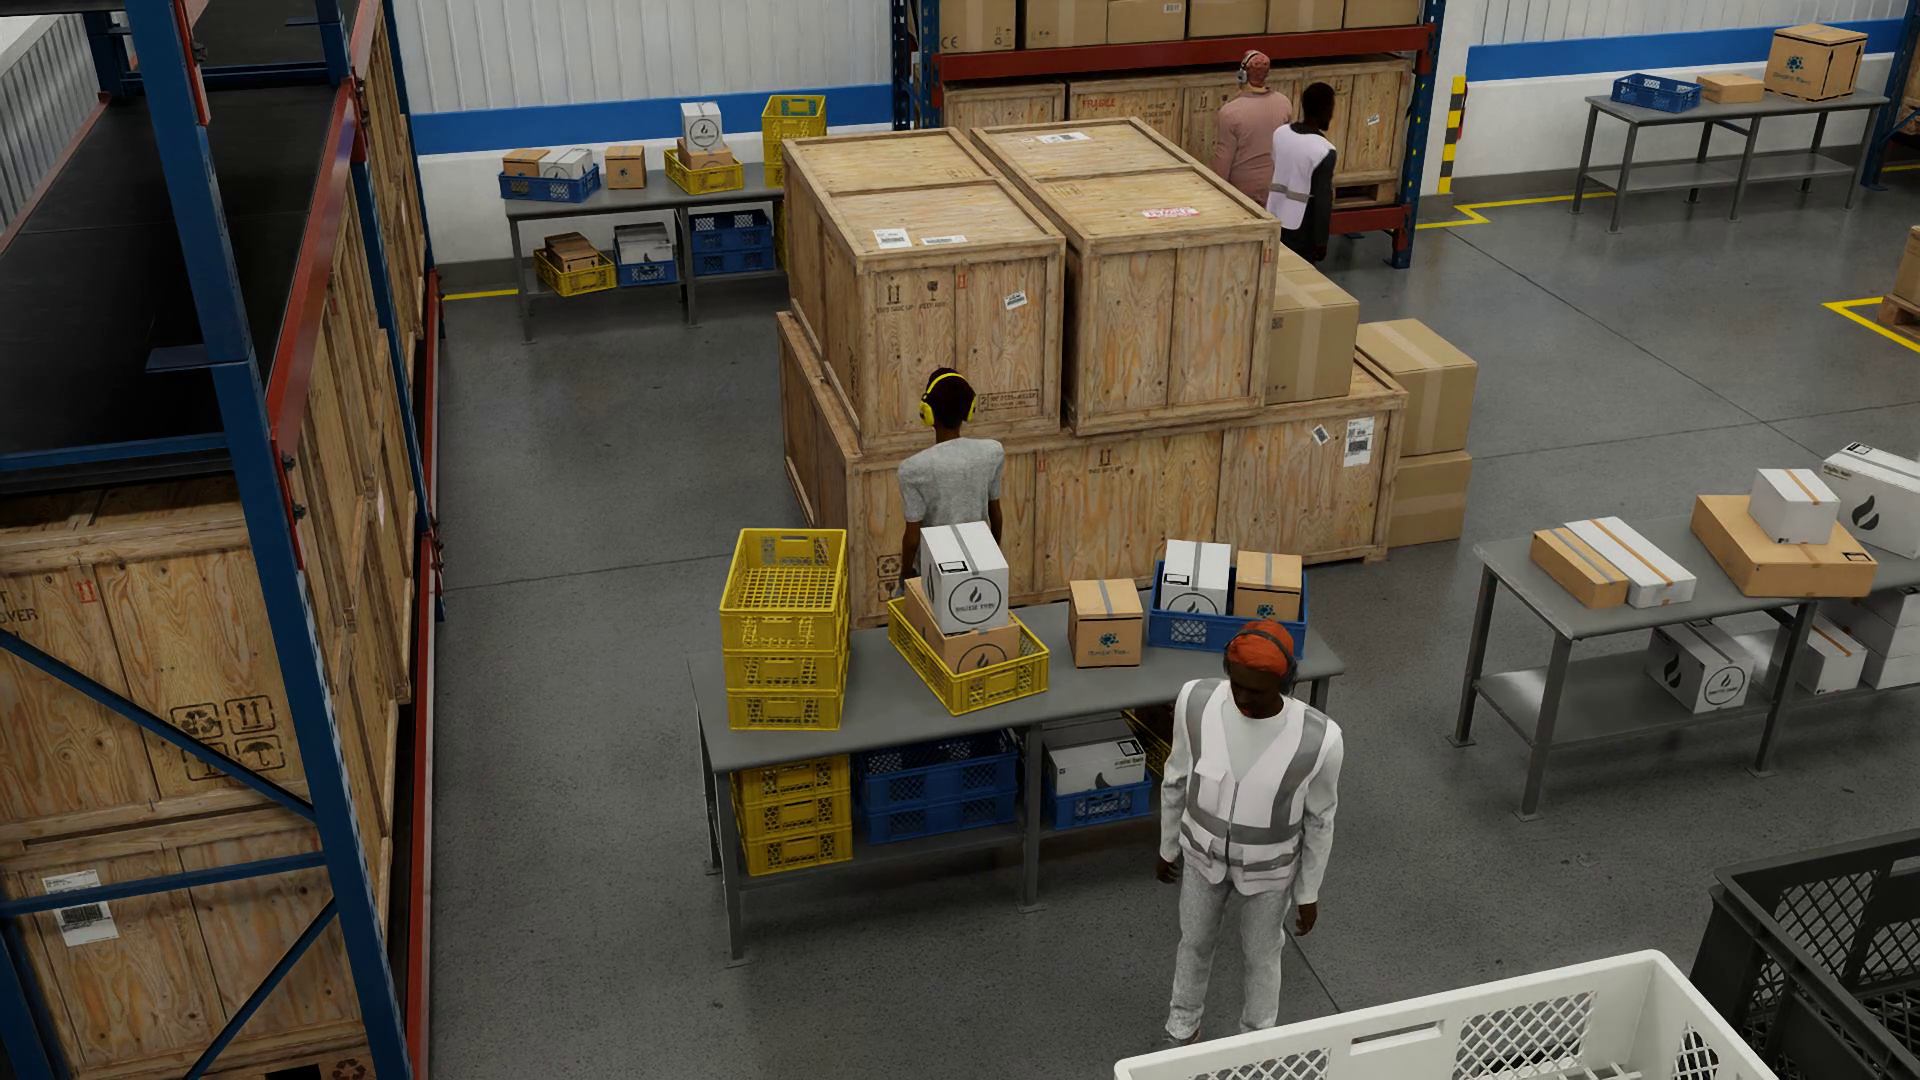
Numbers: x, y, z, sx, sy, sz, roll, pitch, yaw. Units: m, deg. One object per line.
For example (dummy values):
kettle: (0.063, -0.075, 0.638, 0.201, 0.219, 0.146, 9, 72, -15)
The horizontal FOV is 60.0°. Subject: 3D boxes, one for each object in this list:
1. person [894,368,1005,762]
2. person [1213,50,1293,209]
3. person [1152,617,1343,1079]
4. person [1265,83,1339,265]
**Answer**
person: (-0.049, 0.133, 7.202, 0.511, 1.872, 0.329, -15, 32, -25)
person: (2.063, -2.585, 12.098, 0.641, 1.908, 0.407, -17, 33, -28)
person: (0.919, 1.067, 5.488, 0.573, 1.887, 0.355, 14, 32, 23)
person: (2.298, -2.138, 11.294, 0.434, 1.911, 0.604, -15, 32, -25)
